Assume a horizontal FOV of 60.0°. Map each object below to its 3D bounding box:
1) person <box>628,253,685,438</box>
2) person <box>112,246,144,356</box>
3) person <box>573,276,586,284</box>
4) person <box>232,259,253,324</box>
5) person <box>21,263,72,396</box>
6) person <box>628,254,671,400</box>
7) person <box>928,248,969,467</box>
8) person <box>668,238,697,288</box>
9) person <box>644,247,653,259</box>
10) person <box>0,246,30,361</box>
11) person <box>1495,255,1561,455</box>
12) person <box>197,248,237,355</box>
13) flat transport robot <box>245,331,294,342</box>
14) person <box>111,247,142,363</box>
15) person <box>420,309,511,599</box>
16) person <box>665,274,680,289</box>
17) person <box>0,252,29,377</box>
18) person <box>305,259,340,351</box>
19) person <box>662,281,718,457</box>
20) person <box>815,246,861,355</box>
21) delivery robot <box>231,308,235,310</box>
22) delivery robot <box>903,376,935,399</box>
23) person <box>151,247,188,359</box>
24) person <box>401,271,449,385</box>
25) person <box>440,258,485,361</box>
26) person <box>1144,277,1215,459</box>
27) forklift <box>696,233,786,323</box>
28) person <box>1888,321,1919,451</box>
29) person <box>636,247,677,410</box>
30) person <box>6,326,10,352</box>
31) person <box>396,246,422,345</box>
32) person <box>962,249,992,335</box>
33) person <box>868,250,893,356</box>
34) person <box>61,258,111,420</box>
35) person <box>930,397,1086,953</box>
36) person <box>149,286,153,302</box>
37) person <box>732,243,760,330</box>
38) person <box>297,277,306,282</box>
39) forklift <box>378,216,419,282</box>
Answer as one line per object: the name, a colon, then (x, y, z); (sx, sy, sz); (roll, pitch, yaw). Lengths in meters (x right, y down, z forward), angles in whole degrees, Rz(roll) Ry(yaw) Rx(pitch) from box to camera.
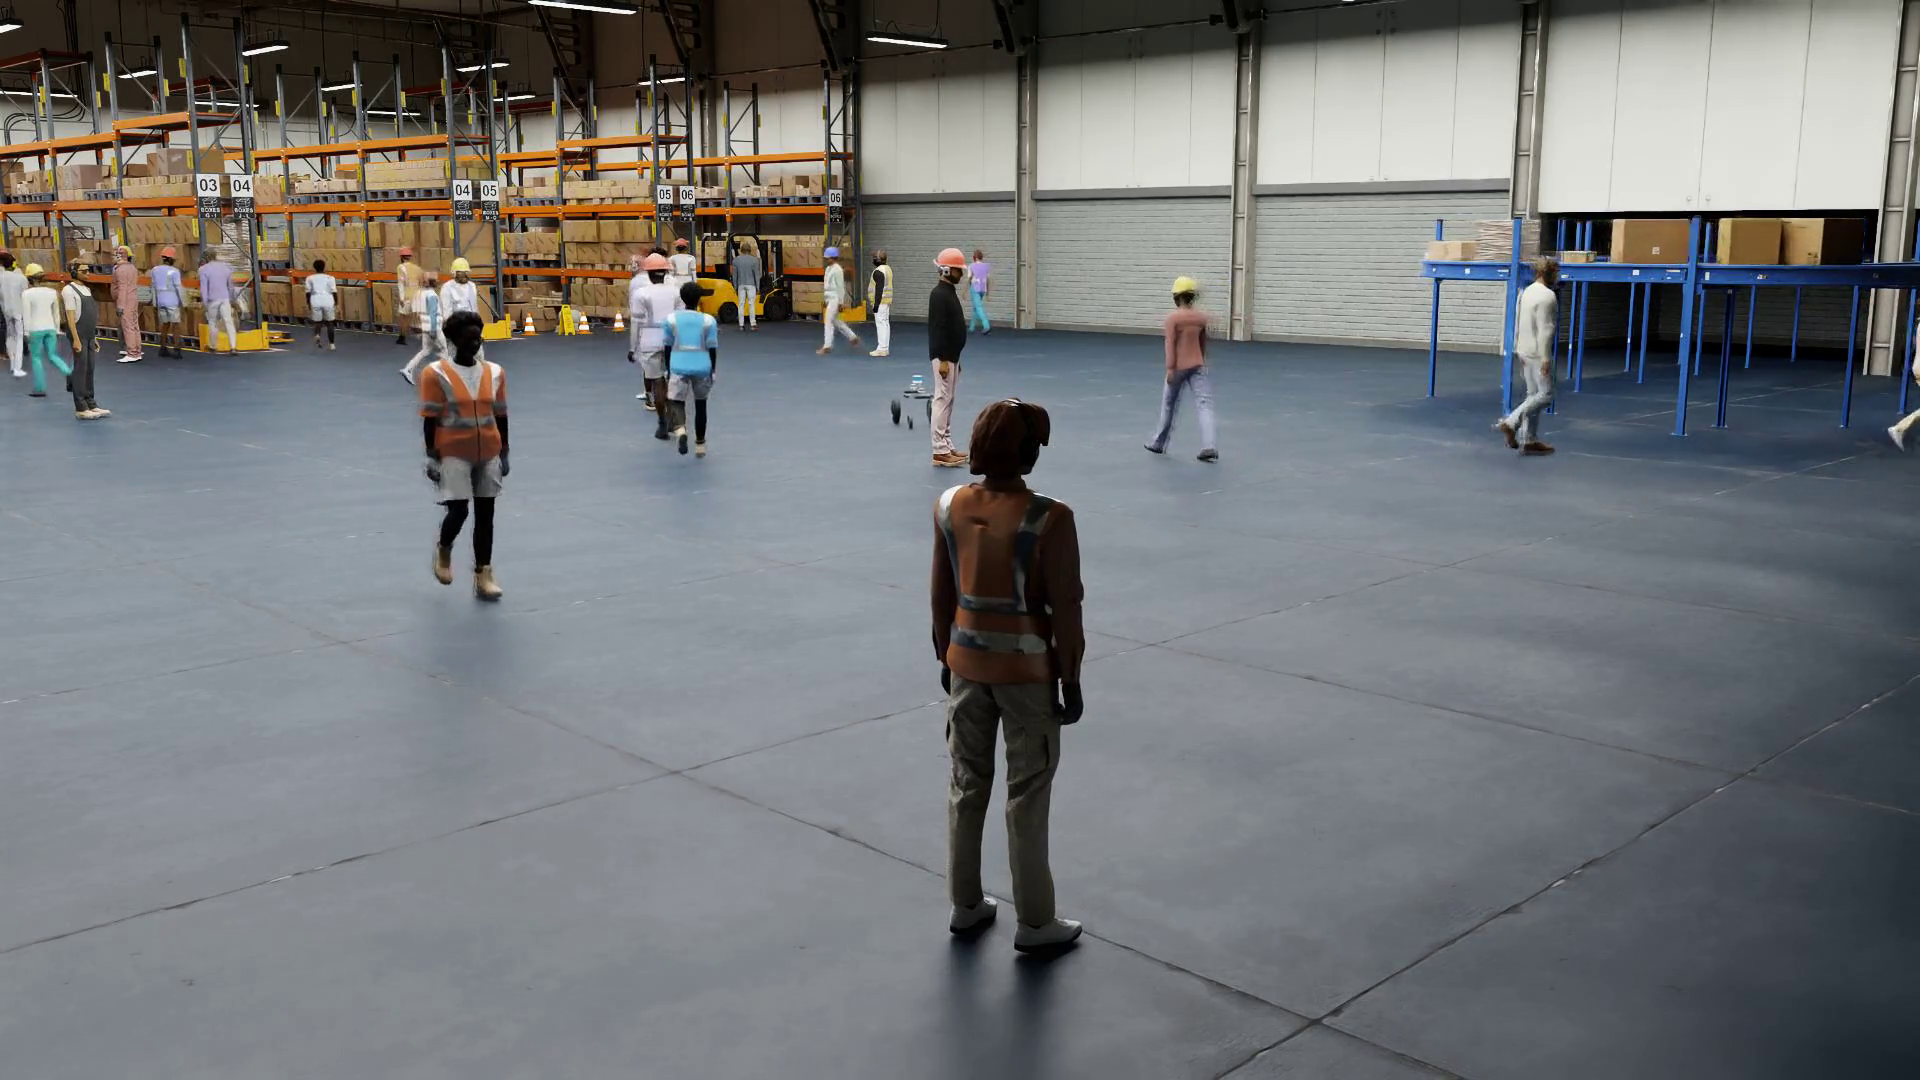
person: (-3.198, -2.042, 17.491); (0.553, 1.917, 0.577); (-7, 12, -32)
person: (-14.713, -4.219, 29.341); (0.388, 1.927, 0.589); (-10, 14, -43)
person: (-10.398, -7.102, 45.598); (0.483, 1.737, 0.320); (4, 11, 19)
person: (-17.219, -6.123, 39.913); (0.584, 1.863, 0.714); (-10, 14, -43)
person: (-12.036, -2.757, 21.861); (0.611, 1.747, 0.532); (4, 11, 22)
person: (-3.992, -2.736, 21.393); (0.535, 1.876, 0.653); (2, 11, 12)
person: (-0.108, -1.697, 15.411); (0.380, 1.993, 0.610); (2, 11, 9)
person: (-6.029, -5.536, 36.200); (0.609, 2.047, 0.366); (-1, 10, -8)
person: (-6.651, -5.260, 35.190); (0.454, 1.863, 0.607); (-5, 11, -23)
person: (-16.145, -4.003, 28.188); (0.612, 1.939, 1.010); (-3, 11, -16)
person: (5.511, -1.771, 16.010); (0.517, 1.922, 0.644); (1, 10, 4)
person: (-13.181, -4.219, 29.507); (1.041, 1.874, 0.648); (8, 13, 38)
flat transport robot: (-13.871, -4.048, 33.047); (1.431, 0.197, 0.652); (10, 14, 44)
person: (-13.980, -3.934, 27.843); (0.407, 1.910, 0.639); (-1, 10, -8)
person: (-2.881, -0.501, 9.707); (0.550, 1.684, 0.427); (-9, 14, -41)
person: (-4.266, -3.104, 23.587); (0.614, 1.811, 0.825); (0, 10, 3)
person: (-14.252, -3.408, 25.139); (0.522, 1.851, 0.585); (-1, 10, -3)
person: (-11.663, -4.291, 30.427); (0.580, 1.671, 0.482); (-2, 11, -11)
person: (-2.549, -1.601, 15.738); (0.534, 1.684, 0.600); (-1, 10, -7)
person: (-2.185, -4.284, 29.731); (0.828, 1.920, 0.618); (-4, 11, -19)
delivery robot: (-17.480, -5.414, 39.465); (0.477, 0.478, 0.707); (-9, 13, -39)
delivery robot: (-0.480, -1.730, 18.668); (0.335, 0.223, 0.698); (-2, 11, -11)
person: (-13.650, -4.091, 28.696); (0.596, 1.910, 0.408); (4, 11, 19)
person: (-7.481, -2.977, 23.409); (0.742, 1.614, 0.513); (-8, 13, -36)
person: (-6.538, -2.829, 22.101); (0.824, 1.798, 0.629); (7, 13, 34)
person: (2.151, -1.642, 15.879); (0.542, 1.713, 0.922); (-6, 12, -28)
forklift: (-5.496, -6.489, 41.108); (2.313, 2.155, 1.214); (-10, 14, -44)
person: (9.250, -1.608, 15.948); (0.487, 1.606, 0.543); (1, 10, 8)
person: (-3.647, -2.576, 20.316); (0.413, 1.964, 0.621); (8, 13, 36)
person: (-17.392, -4.310, 30.064); (0.556, 1.845, 0.590); (-7, 13, -34)
person: (-10.637, -4.733, 32.253); (0.965, 1.897, 0.559); (8, 13, 37)
person: (0.414, -5.317, 35.665); (0.580, 1.813, 0.922); (-9, 14, -41)
person: (-1.410, -4.173, 29.328); (0.429, 1.844, 0.625); (2, 11, 11)
person: (-10.165, -2.336, 19.302); (0.345, 1.846, 0.508); (-1, 10, -4)
person: (0.138, 0.401, 4.935); (0.522, 1.640, 0.306); (8, 13, 36)
person: (-19.561, -6.143, 40.671); (0.506, 1.626, 0.400); (-10, 14, -42)
person: (-4.785, -5.685, 37.309); (0.636, 1.936, 0.355); (2, 11, 12)
person: (-17.441, -7.020, 44.544); (0.979, 1.946, 0.653); (10, 14, 43)
forklift: (-17.868, -9.201, 54.028); (1.873, 2.768, 1.129); (-10, 14, -44)
